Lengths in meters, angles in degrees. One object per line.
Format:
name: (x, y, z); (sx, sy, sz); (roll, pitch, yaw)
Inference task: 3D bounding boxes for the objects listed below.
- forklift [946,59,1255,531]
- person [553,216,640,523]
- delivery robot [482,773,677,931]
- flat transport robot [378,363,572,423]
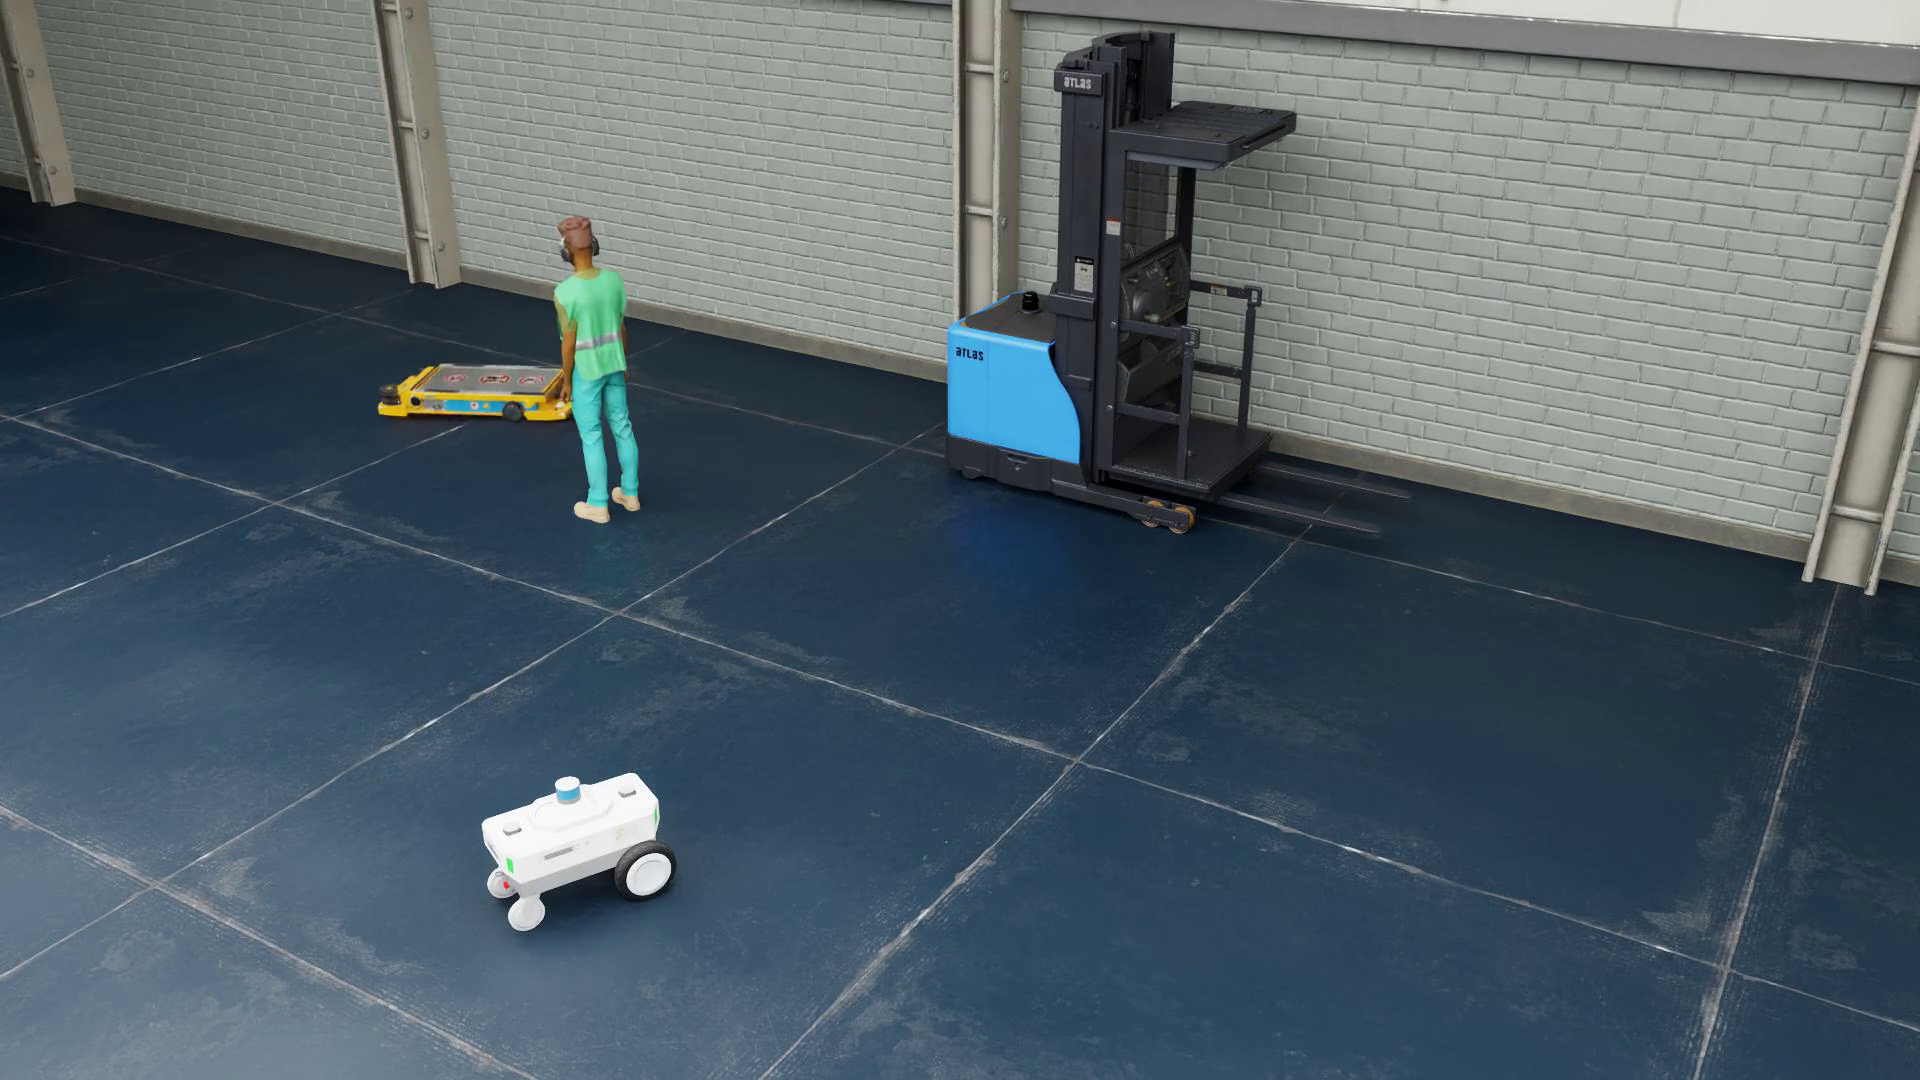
forklift: (0.933, -1.707, 10.833); (1.873, 2.768, 1.129); (15, 29, 28)
person: (-2.300, -1.062, 10.508); (0.405, 1.980, 0.481); (23, 34, 40)
delivery robot: (-1.663, 1.293, 7.173); (0.766, 0.580, 0.499); (-16, 29, -29)
flat transport robot: (-3.602, -1.120, 12.627); (1.431, 0.231, 0.659); (2, 25, 4)
